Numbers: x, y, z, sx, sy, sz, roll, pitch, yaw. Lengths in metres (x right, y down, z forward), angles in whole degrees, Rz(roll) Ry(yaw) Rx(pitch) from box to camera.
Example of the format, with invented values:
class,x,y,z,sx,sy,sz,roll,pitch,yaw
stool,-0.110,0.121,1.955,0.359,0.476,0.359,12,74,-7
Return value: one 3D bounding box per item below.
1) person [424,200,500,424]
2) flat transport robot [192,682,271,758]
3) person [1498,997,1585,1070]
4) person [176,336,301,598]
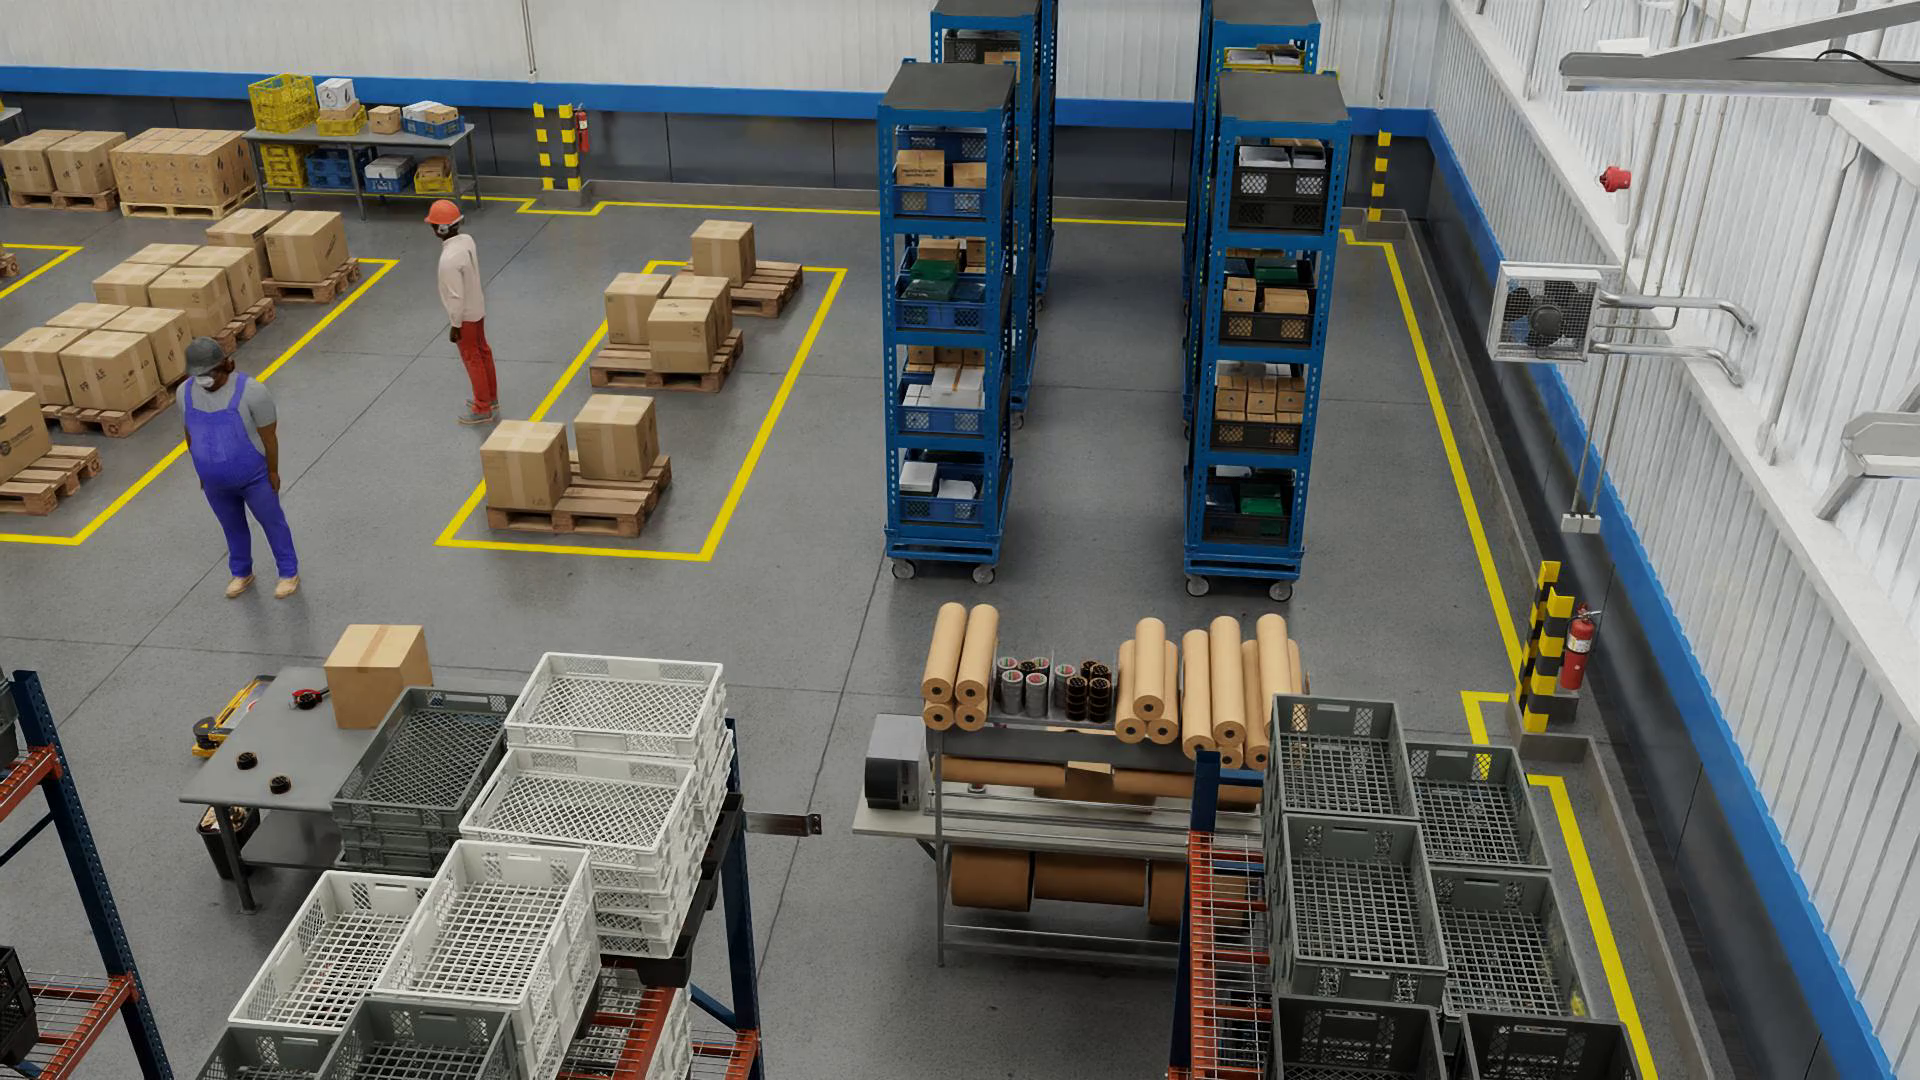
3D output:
class,x,y,z,sx,sy,sz,roll,pitch,yaw
person,-4.284,-1.960,14.325,0.392,1.994,0.610,1,30,2
flat transport robot,-4.089,1.163,10.648,1.431,0.197,0.652,3,30,6
person,2.357,2.496,6.942,0.540,1.720,0.879,4,30,7
person,-5.152,-0.508,11.786,0.677,2.000,0.536,2,30,4
